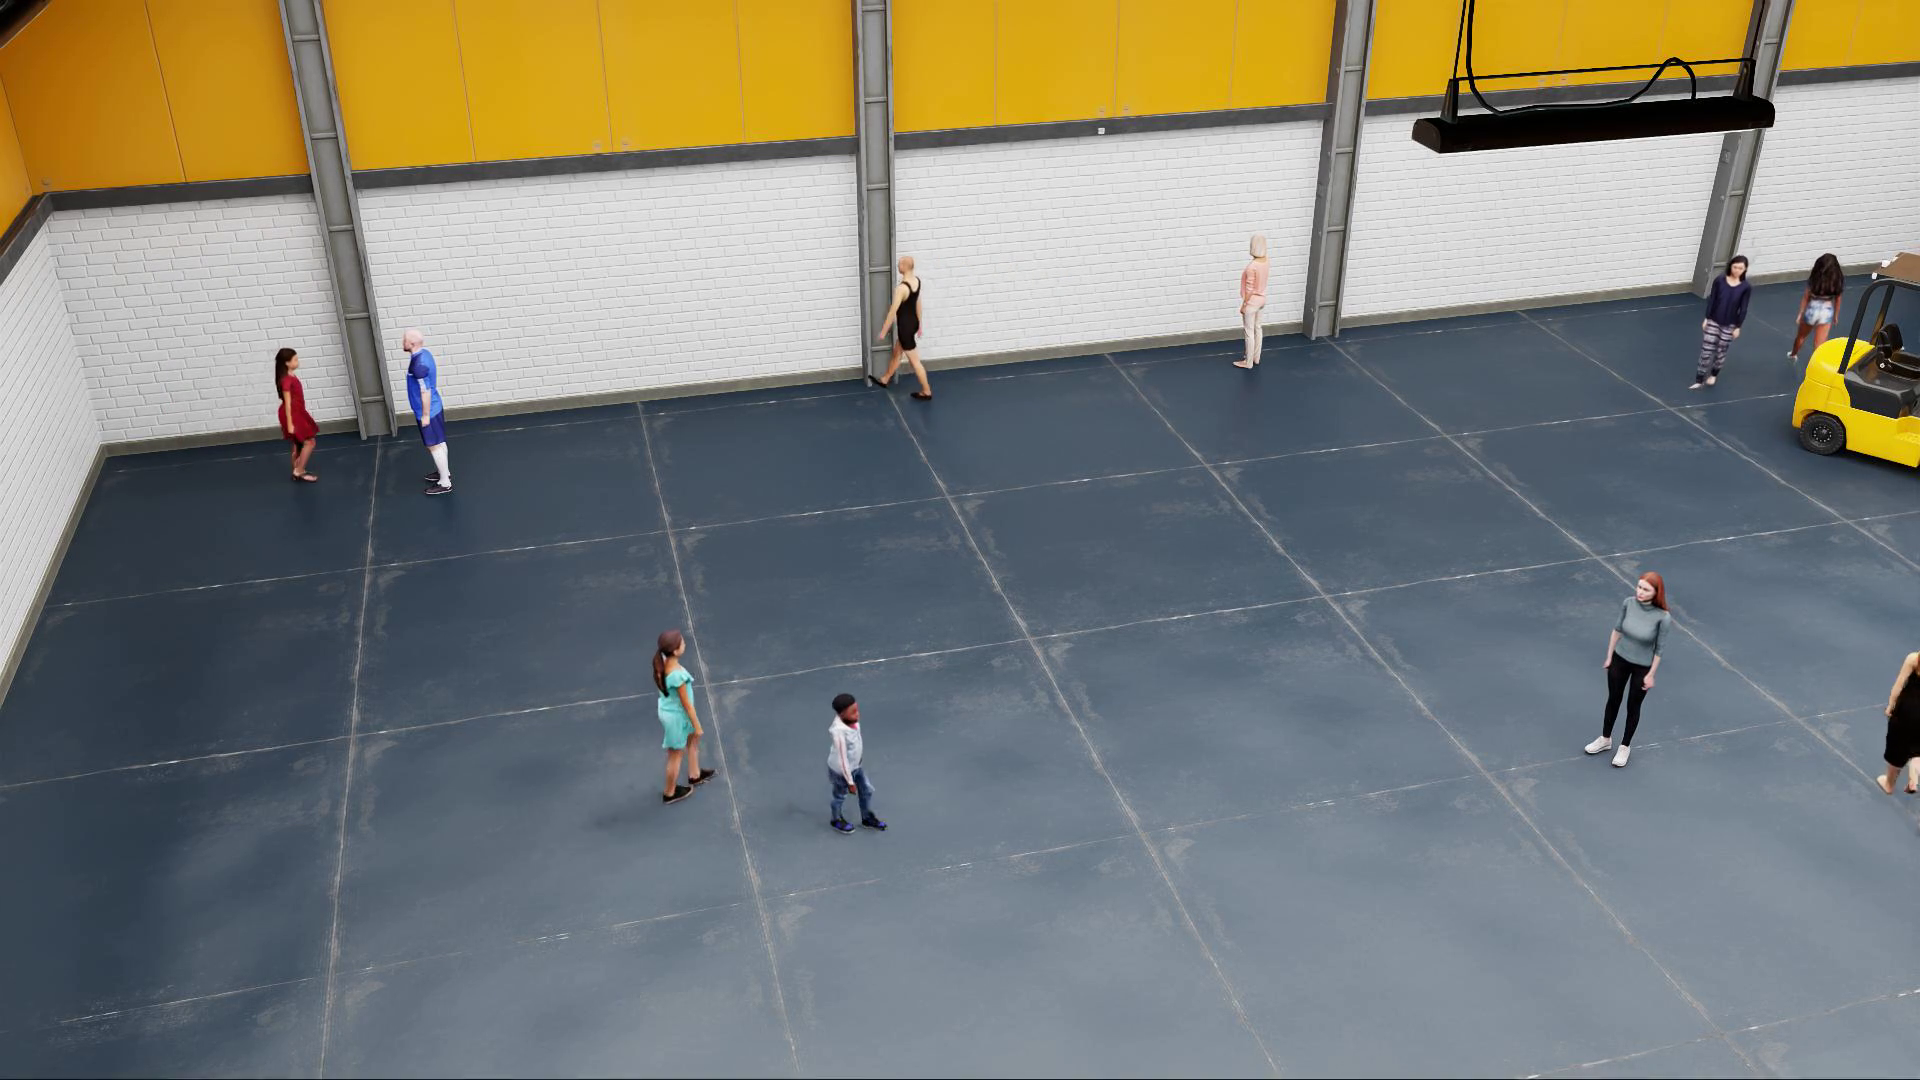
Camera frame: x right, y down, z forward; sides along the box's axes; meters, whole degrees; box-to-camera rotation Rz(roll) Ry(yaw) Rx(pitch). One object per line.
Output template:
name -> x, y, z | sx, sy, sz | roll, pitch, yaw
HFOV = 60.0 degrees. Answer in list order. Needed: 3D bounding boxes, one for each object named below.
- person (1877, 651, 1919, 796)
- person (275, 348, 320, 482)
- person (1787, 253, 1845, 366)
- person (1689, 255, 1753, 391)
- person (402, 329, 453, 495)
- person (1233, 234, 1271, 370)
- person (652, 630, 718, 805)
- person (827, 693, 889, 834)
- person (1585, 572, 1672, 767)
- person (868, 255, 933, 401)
person -> 7.487, 1.364, 12.948 | 0.727, 1.619, 0.765 | 3, 29, 6
person -> -7.277, -1.324, 17.961 | 0.609, 1.537, 0.563 | -7, 29, -13
person -> 10.509, -2.665, 20.414 | 1.117, 1.542, 1.083 | 10, 30, 18
person -> 9.323, -2.672, 20.259 | 0.965, 1.703, 1.051 | 18, 34, 30
person -> -5.693, -1.393, 17.770 | 0.533, 1.841, 0.656 | -7, 29, -13
person -> 3.685, -2.998, 20.833 | 0.742, 1.725, 0.654 | 20, 35, 33
person -> -2.278, 1.401, 12.956 | 0.814, 1.546, 0.688 | -18, 33, -29
person -> -0.922, 1.707, 12.712 | 0.752, 1.243, 0.680 | 14, 31, 24
person -> 5.436, 1.023, 13.443 | 0.673, 1.743, 0.659 | -22, 36, -35
person -> -0.544, -2.481, 19.835 | 1.194, 1.773, 1.049 | 10, 30, 18
